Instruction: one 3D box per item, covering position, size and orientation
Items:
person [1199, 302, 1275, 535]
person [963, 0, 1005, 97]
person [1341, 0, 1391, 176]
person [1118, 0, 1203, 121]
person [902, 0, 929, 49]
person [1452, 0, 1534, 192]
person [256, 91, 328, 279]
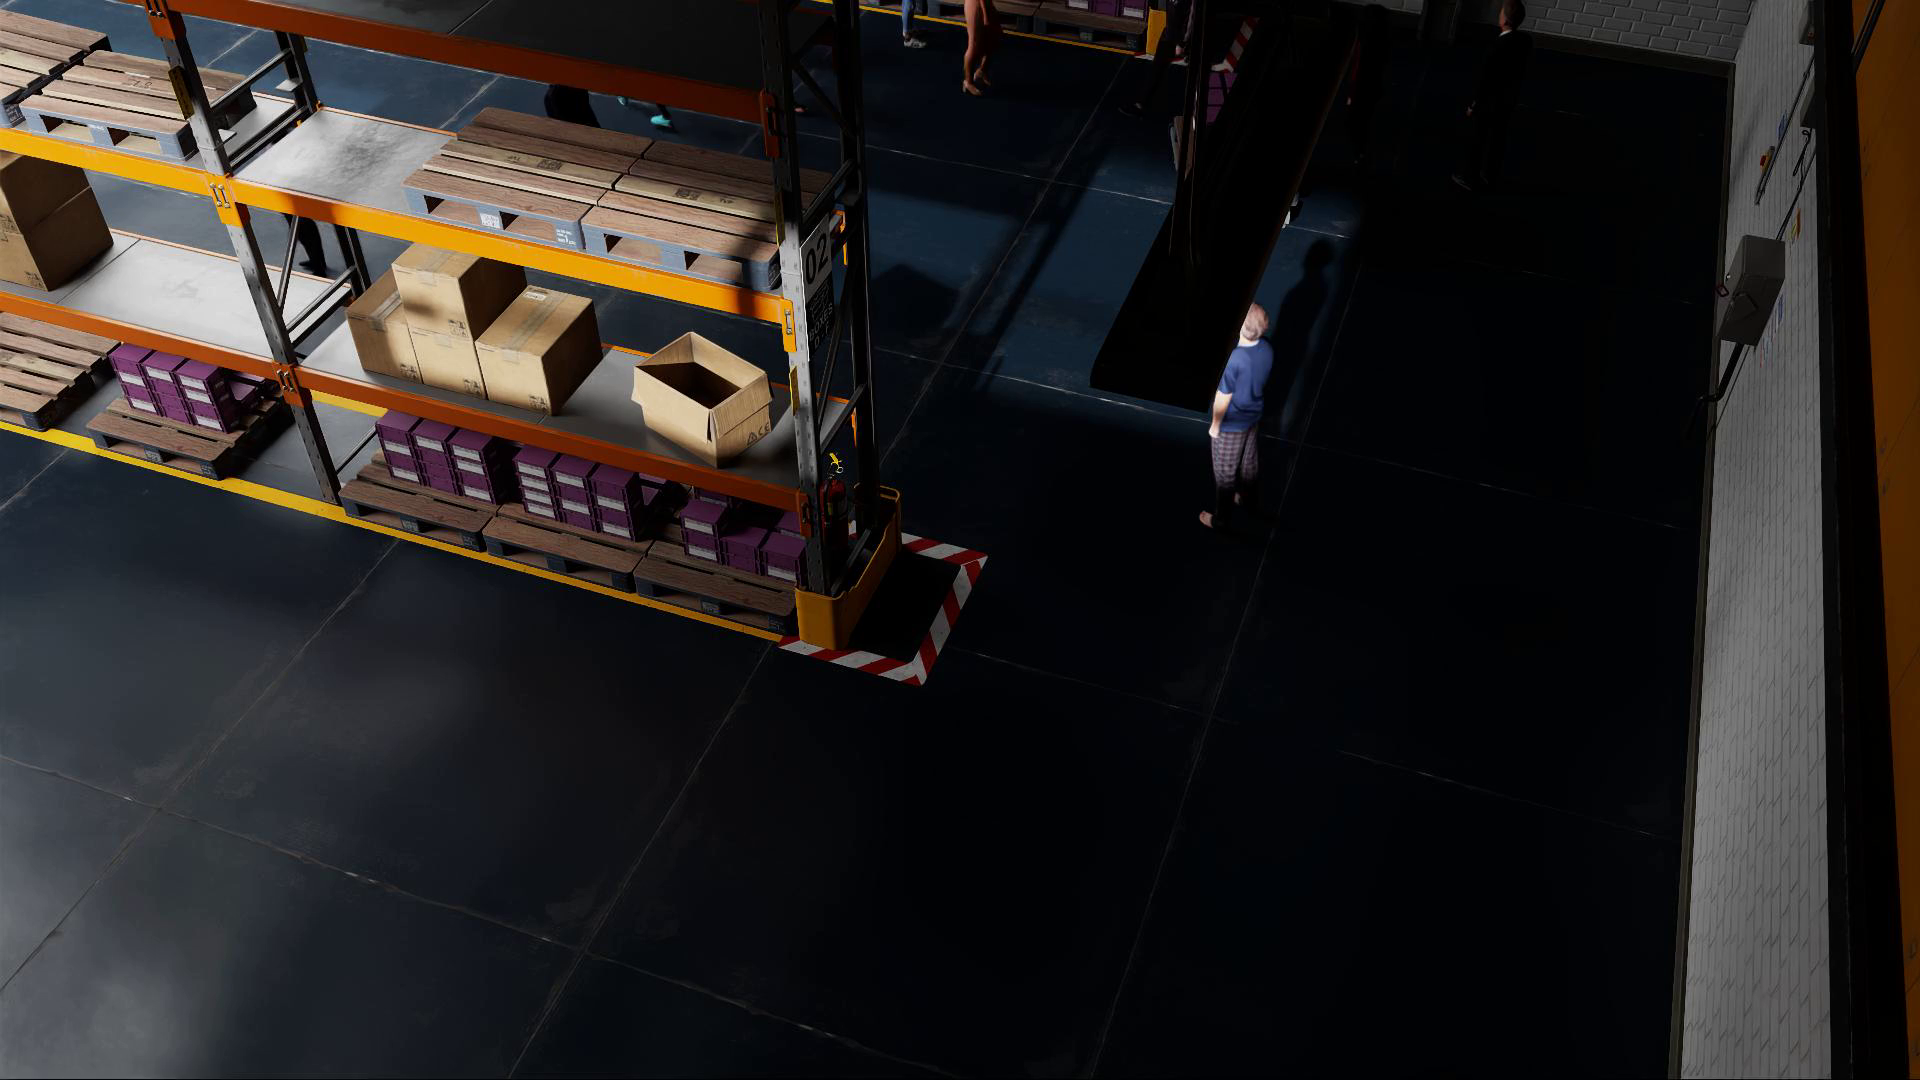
[{"bbox_3d":[1.979,-0.853,11.730,0.755,1.863,0.763,-29,51,-27],"label":"person"},{"bbox_3d":[0.110,-5.224,16.349,0.593,1.820,0.598,14,45,14],"label":"person"},{"bbox_3d":[3.784,-4.066,15.263,0.740,1.642,0.793,-27,50,-26],"label":"person"},{"bbox_3d":[2.240,-4.801,15.945,1.339,1.764,1.199,-12,45,-12],"label":"person"},{"bbox_3d":[-0.515,-5.946,17.241,0.649,1.635,0.672,0,44,-1],"label":"person"},{"bbox_3d":[4.869,-4.032,15.100,0.759,1.817,0.823,-17,46,-17],"label":"person"},{"bbox_3d":[-5.661,-2.966,14.008,0.665,1.779,0.655,-8,44,-8],"label":"person"}]
